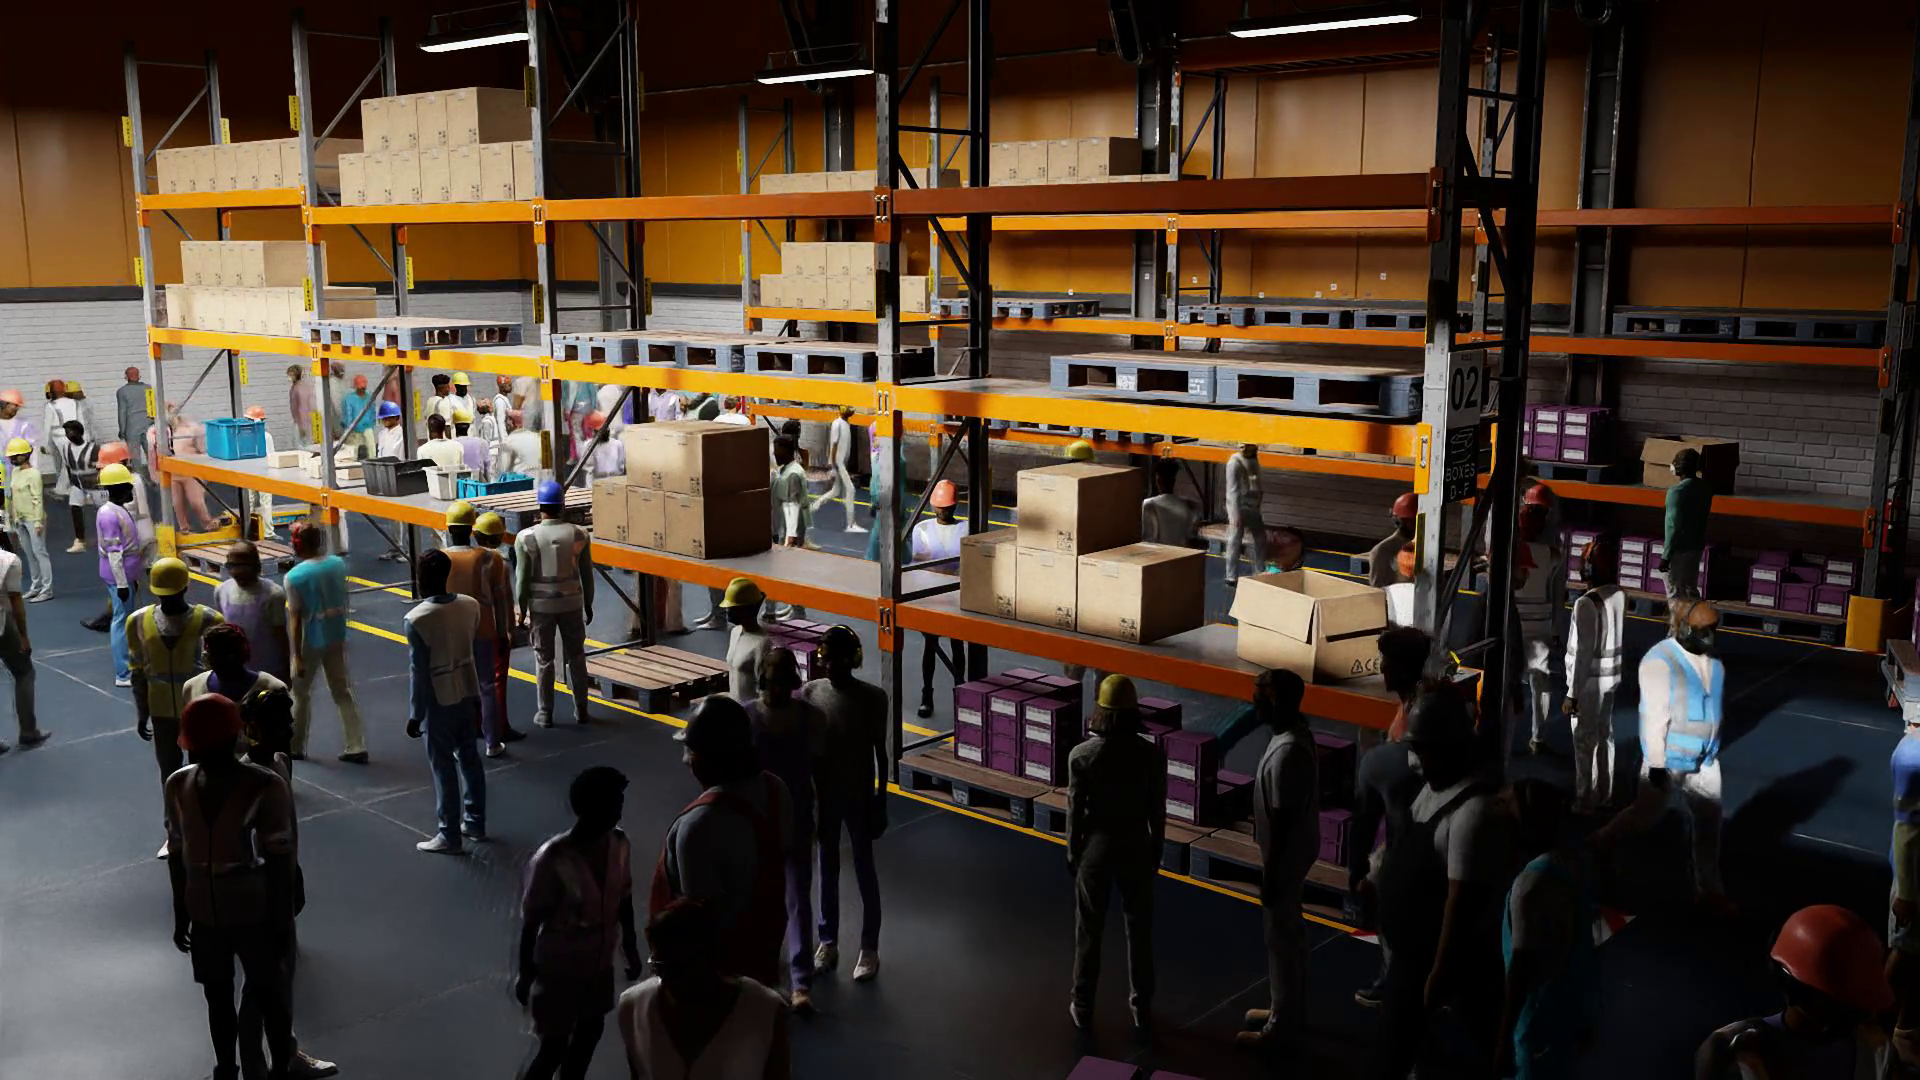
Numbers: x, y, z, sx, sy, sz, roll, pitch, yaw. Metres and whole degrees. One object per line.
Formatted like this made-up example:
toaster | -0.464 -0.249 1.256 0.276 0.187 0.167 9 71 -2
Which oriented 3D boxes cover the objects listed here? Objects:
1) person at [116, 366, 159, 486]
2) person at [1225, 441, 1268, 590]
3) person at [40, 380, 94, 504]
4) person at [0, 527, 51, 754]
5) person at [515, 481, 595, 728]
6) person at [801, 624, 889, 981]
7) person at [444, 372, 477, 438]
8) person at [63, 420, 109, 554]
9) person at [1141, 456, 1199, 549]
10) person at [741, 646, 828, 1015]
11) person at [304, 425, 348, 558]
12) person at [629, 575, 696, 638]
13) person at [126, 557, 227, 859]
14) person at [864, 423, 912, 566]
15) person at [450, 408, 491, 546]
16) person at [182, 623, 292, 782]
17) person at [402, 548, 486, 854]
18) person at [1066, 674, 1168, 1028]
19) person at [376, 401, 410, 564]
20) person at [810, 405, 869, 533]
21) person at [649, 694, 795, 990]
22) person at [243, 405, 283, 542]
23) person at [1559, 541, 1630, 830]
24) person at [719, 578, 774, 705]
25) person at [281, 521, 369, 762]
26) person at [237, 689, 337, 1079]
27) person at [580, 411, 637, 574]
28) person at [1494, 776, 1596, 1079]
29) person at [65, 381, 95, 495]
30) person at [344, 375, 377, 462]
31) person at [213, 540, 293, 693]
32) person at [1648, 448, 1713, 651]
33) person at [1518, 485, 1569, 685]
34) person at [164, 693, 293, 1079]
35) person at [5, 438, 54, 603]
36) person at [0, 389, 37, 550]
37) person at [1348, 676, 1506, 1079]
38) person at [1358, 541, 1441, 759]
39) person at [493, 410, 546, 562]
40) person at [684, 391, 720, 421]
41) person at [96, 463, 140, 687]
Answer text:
person | -12.886 -1.764 26.050 0.400 1.905 0.645 7 12 35
person | 3.217 -0.324 18.168 0.684 1.808 0.612 8 13 39
person | -13.176 -1.438 24.437 1.030 1.823 0.571 4 11 20
person | -7.165 0.685 12.430 0.610 1.816 0.744 1 10 3
person | -3.186 0.505 13.096 0.614 1.945 0.404 -5 11 -25
person | -0.604 1.343 8.603 0.505 1.864 0.333 4 11 20
person | -7.364 -1.524 24.627 0.369 1.927 0.589 6 11 29
person | -10.787 -0.674 20.604 0.551 1.657 0.640 2 10 9
person | 1.835 0.227 14.717 0.609 1.938 0.918 -3 11 -17
person | -0.913 1.428 8.309 0.523 1.830 0.731 -1 10 -6
person | -7.759 -0.645 20.296 0.562 1.698 0.951 -10 14 -44
person | -2.904 0.113 16.003 0.573 1.732 0.636 8 13 38
person | -4.787 1.035 10.231 0.583 1.909 0.424 -2 10 -9
person | -0.898 -0.363 18.227 0.950 1.858 0.677 -2 10 -9
person | -5.682 -0.547 19.108 0.594 1.924 0.382 -8 13 -40
person | -3.794 1.320 8.819 0.561 1.836 0.394 1 10 4
person | -3.198 1.003 10.364 0.396 1.919 0.590 5 11 25
person | 0.752 1.503 8.070 0.486 1.736 0.341 0 10 -2
person | -6.740 -0.691 19.868 0.616 1.943 0.404 7 12 33
person | -1.670 -1.008 22.025 0.881 1.833 0.540 2 10 10
person | -0.976 1.600 6.643 0.537 2.000 0.682 4 11 22
person | -8.982 -0.848 21.302 0.573 1.747 0.335 3 10 15
person | 4.111 0.940 10.821 0.584 1.882 0.339 -10 14 -43
person | -1.303 1.100 10.277 0.333 1.764 0.527 -6 12 -31
person | -4.710 0.756 12.135 0.701 1.819 0.612 5 11 26
person | -3.044 1.567 7.353 0.333 1.860 0.510 1 10 5
person | -4.034 -0.529 19.107 0.550 1.883 0.952 -6 12 -32
person | 2.258 1.803 6.170 0.806 1.806 0.582 8 13 39
person | -13.441 -1.558 25.349 0.487 1.741 0.313 -3 11 -17
person | -9.726 -1.842 27.072 0.554 1.690 0.928 -9 14 -42
person | -4.798 0.885 11.311 0.534 1.830 0.454 1 10 6
person | 6.657 0.113 15.339 0.635 1.939 0.366 -8 13 -39
person | 4.978 0.382 14.413 0.568 1.728 0.721 -5 11 -26
person | -3.110 1.580 7.085 0.543 1.929 0.387 1 10 5
person | -9.913 -0.210 17.688 0.524 1.761 0.339 7 12 36
person | -11.780 -0.858 20.653 0.473 2.031 0.620 9 13 40
person | 2.061 1.557 7.372 0.641 1.888 1.036 2 10 10
person | 2.850 0.921 10.964 0.630 1.867 0.420 -3 11 -18
person | -5.259 -0.595 19.530 0.959 1.861 0.667 4 11 24
person | -3.678 -1.379 23.486 0.569 2.000 0.828 -6 12 -31
person | -7.195 0.300 14.305 0.355 1.930 0.587 -4 11 -21
